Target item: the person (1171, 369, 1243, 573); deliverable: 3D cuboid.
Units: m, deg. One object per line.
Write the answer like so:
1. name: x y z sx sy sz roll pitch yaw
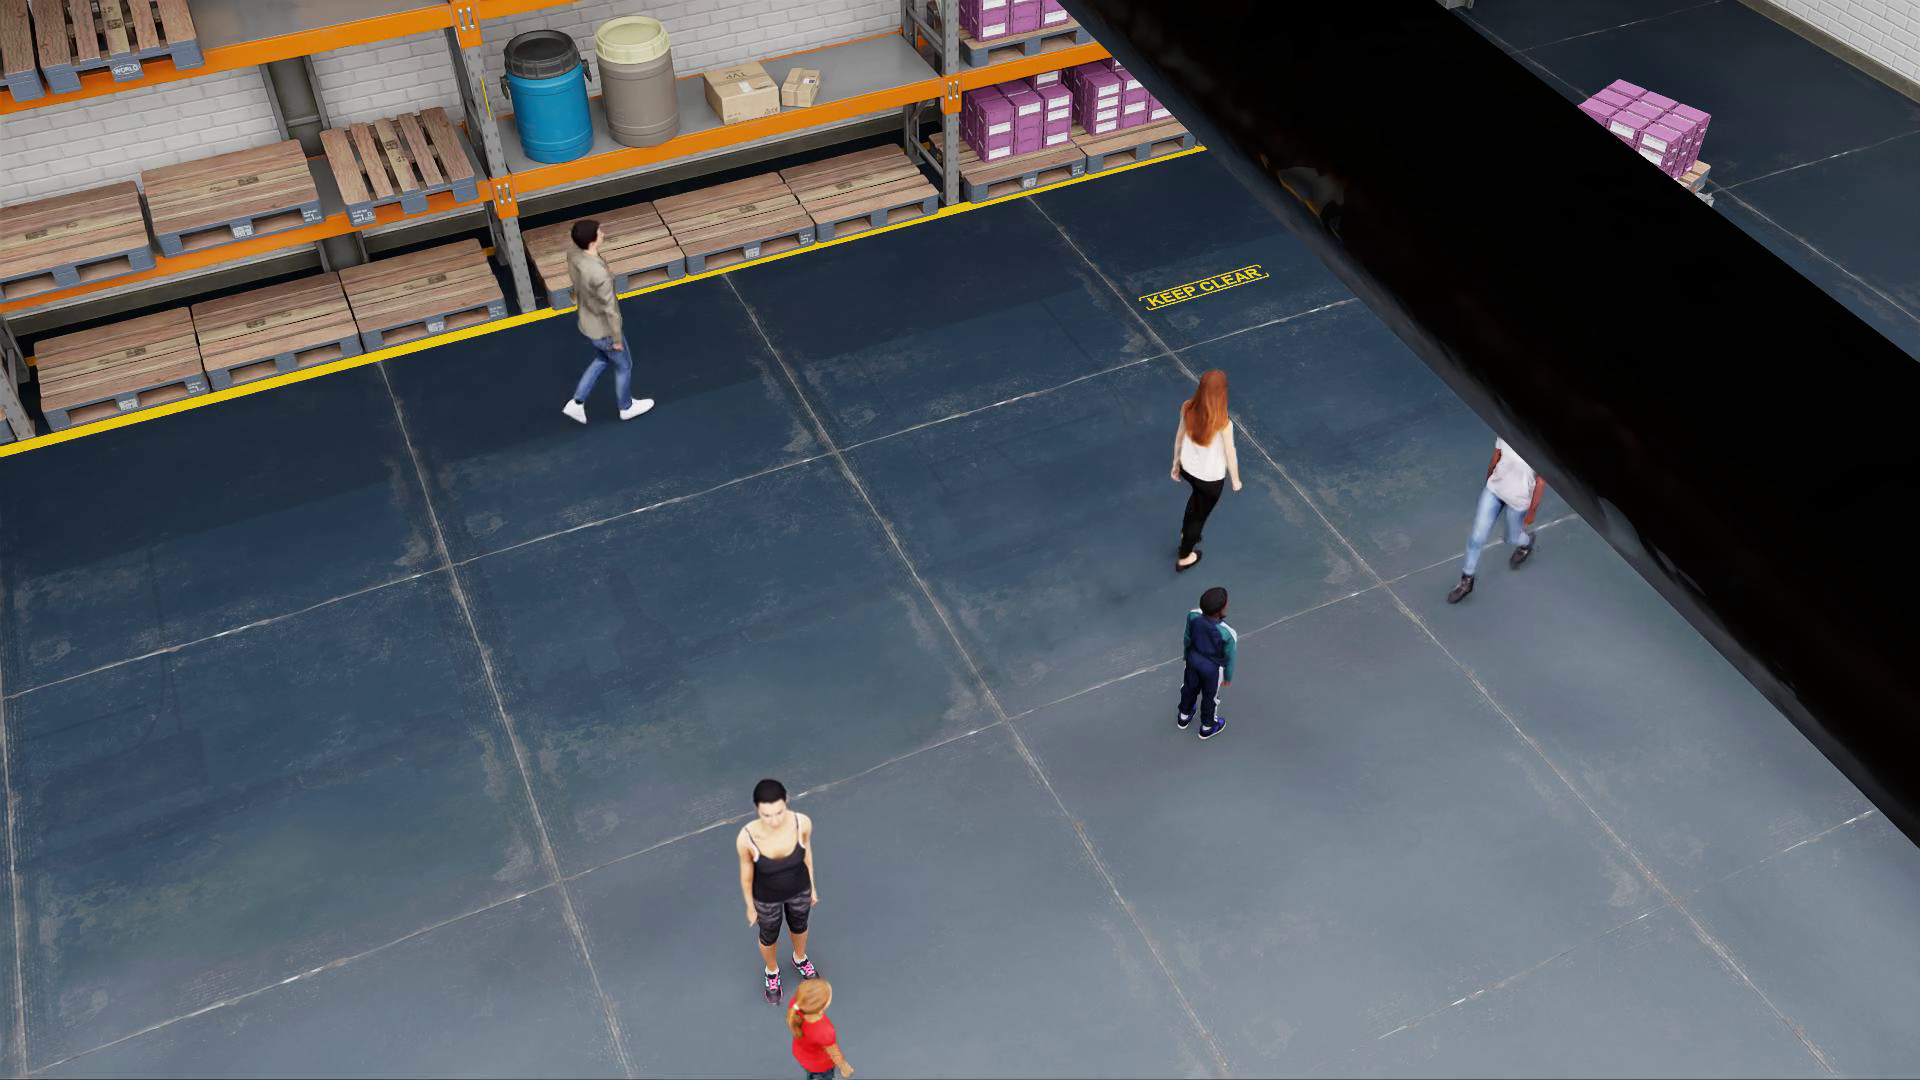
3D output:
1. person: 1.614 -0.424 11.411 0.667 1.709 0.650 -29 51 -27

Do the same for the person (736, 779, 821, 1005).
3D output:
1. person: -0.972 1.879 8.979 0.482 1.729 0.628 -16 46 -16

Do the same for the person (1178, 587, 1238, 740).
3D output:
1. person: 1.552 0.759 10.497 0.568 1.256 0.581 29 51 27

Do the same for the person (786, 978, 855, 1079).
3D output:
1. person: -0.788 2.655 8.475 0.572 1.300 0.550 -30 51 -28

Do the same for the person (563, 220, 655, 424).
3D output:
1. person: -2.780 -1.581 12.539 1.051 1.827 0.858 -30 51 -28

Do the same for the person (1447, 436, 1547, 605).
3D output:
1. person: 3.783 -0.314 11.306 1.115 1.694 0.794 -32 52 -29
